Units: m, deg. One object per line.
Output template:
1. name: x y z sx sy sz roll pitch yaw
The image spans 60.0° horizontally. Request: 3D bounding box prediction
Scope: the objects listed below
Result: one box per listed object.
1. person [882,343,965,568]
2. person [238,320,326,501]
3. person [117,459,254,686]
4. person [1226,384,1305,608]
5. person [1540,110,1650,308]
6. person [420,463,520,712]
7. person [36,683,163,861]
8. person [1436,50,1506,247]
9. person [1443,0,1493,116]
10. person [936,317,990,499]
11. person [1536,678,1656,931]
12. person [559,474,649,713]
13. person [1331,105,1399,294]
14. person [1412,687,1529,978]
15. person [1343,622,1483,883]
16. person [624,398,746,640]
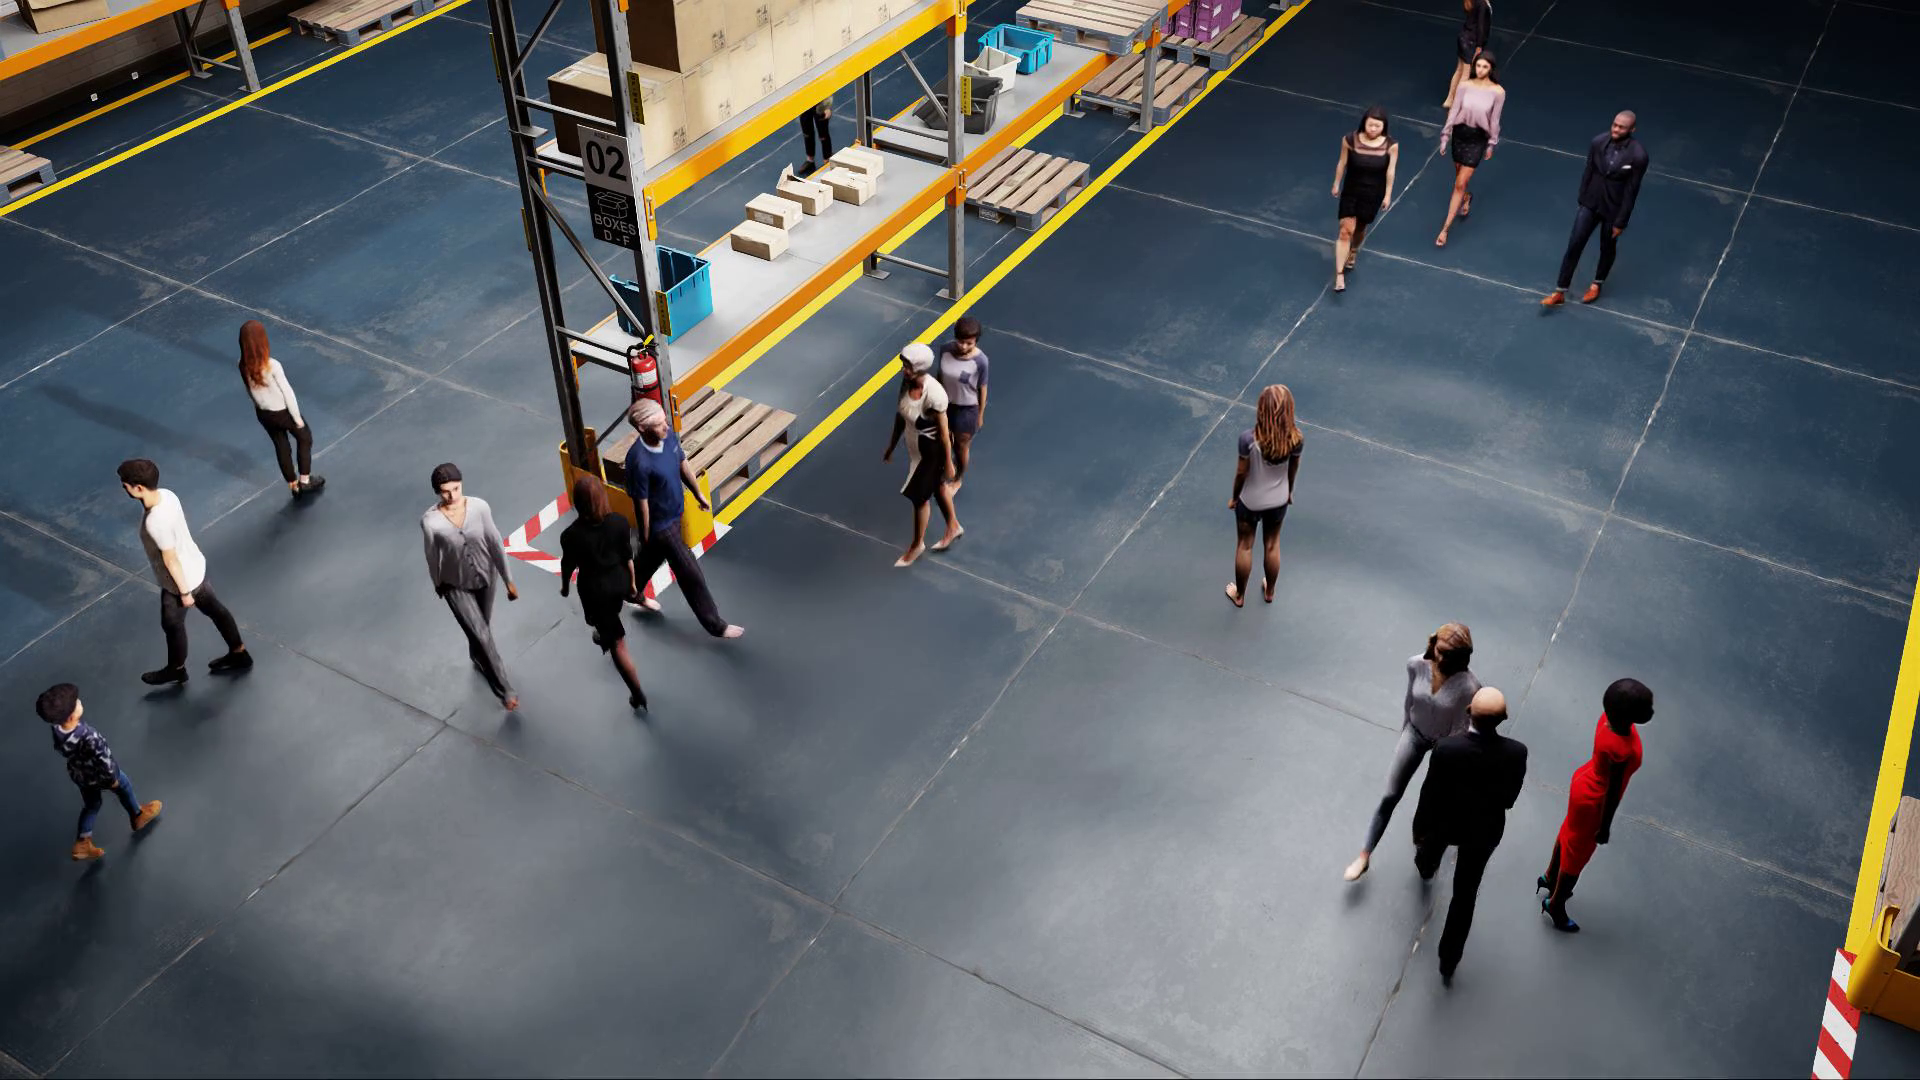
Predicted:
1. person: -0.131 -0.628 11.599 0.960 1.724 0.869 -18 42 -21
2. person: -5.013 -0.894 12.129 0.626 1.479 0.595 9 40 11
3. person: -4.879 0.191 10.591 1.027 1.702 0.977 -8 39 -10
4. person: 2.033 -0.282 11.161 0.685 1.730 0.724 -5 39 -7
5. person: 5.611 -2.862 14.346 0.890 1.788 1.099 31 48 33
6. person: -3.136 0.207 10.544 1.054 1.736 0.925 -25 45 -28
7. person: -5.020 1.334 9.537 0.571 1.232 0.849 14 41 16
8. person: 4.714 -3.655 15.356 0.652 1.767 1.084 21 43 24
9. person: 5.384 -5.256 17.532 0.684 1.551 0.600 -1 39 -1
10. person: 0.044 -1.027 12.247 0.602 1.540 0.664 24 44 27
11. person: 3.435 1.419 9.021 0.676 1.743 0.532 9 39 11
12. person: -2.179 0.385 10.383 1.089 1.659 0.953 -24 45 -27
13. person: 3.554 -3.068 14.699 0.888 1.669 1.136 8 39 10
14. person: 2.682 1.569 8.823 0.953 1.755 1.284 8 39 10
15. person: 2.716 1.127 9.392 0.742 1.735 1.218 29 47 31
16. person: -2.028 -0.157 10.935 0.914 1.817 1.191 11 40 14
